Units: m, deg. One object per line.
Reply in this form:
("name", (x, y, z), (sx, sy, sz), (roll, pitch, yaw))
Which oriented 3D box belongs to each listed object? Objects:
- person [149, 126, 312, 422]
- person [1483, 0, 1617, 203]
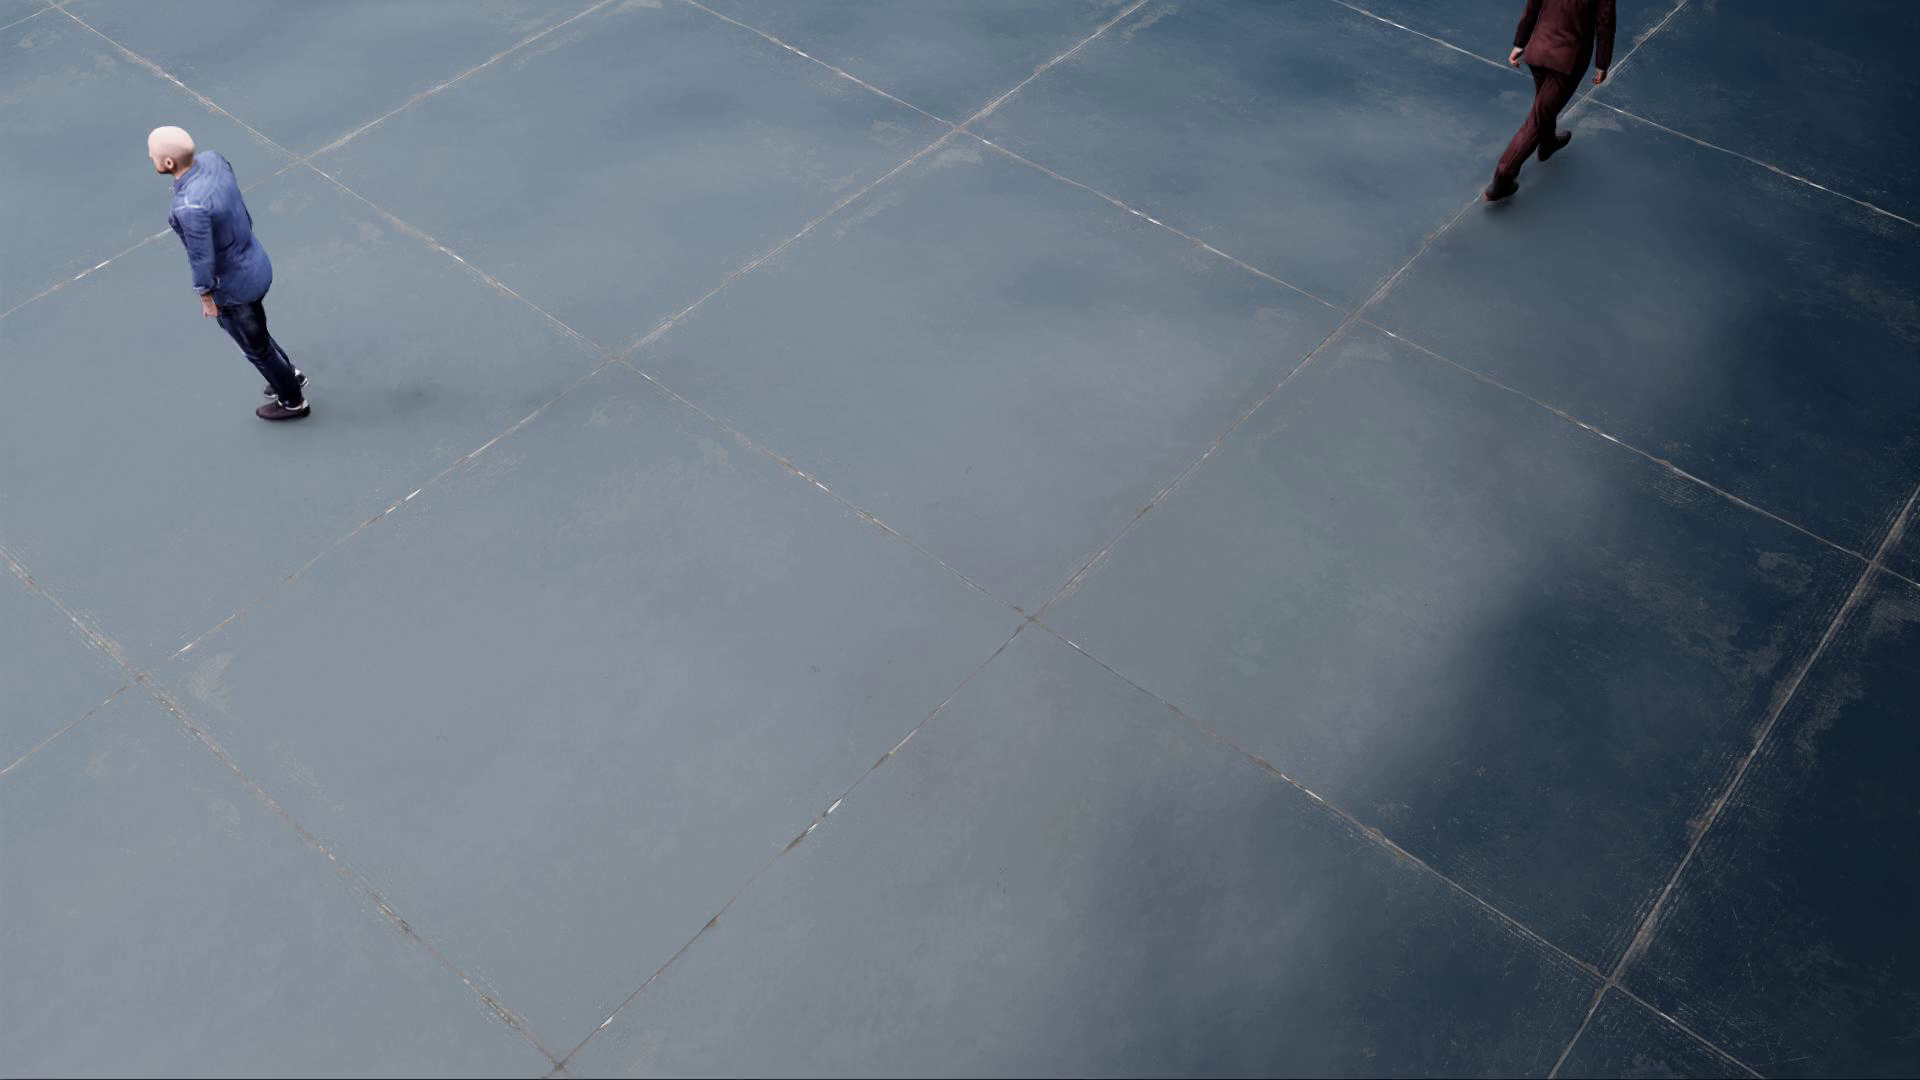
("person", (-3.603, -1.322, 8.433), (0.898, 1.815, 0.847), (-5, 47, -4))
("person", (3.487, -2.816, 9.812), (1.245, 1.819, 0.841), (-32, 55, -26))
